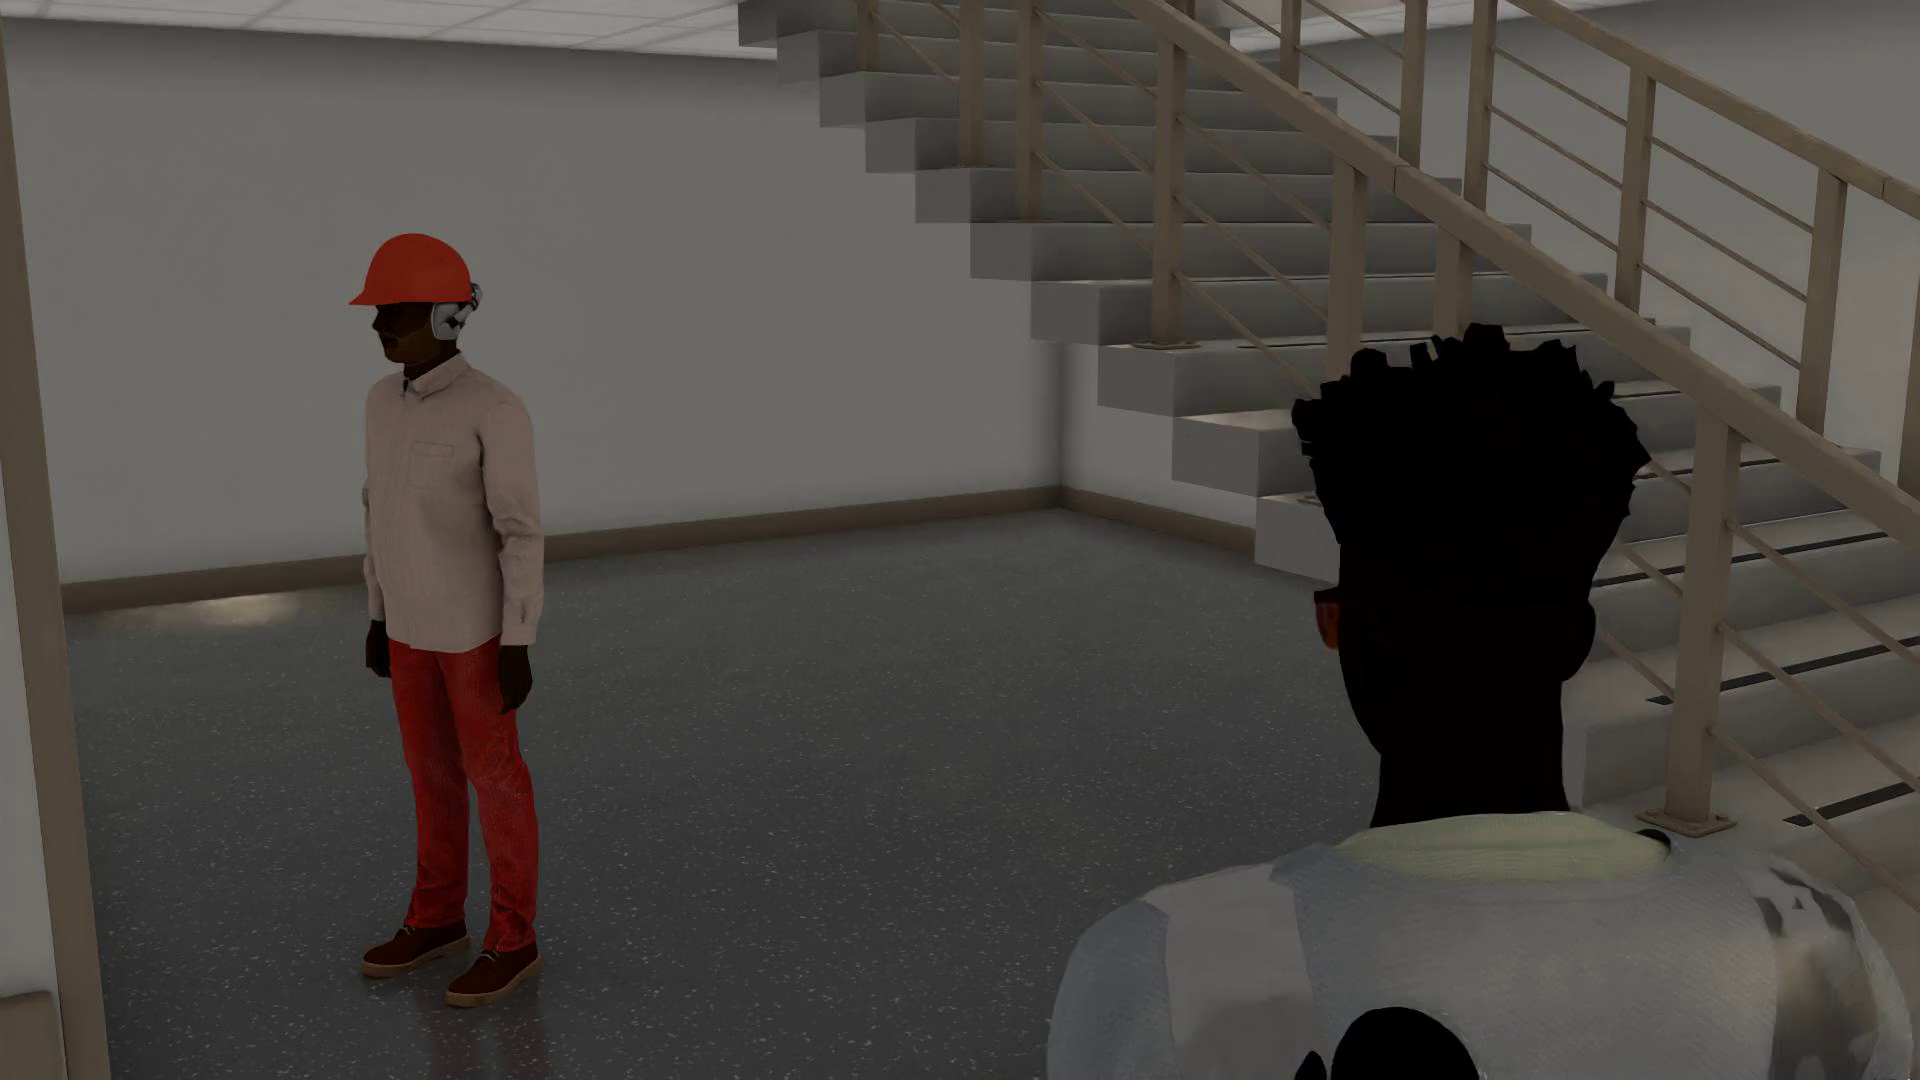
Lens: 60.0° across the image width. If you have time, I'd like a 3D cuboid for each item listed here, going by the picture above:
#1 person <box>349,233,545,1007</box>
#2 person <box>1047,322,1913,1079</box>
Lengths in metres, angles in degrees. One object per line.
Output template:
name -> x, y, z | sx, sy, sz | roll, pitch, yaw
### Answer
person -> -1.342, 0.215, 4.330 | 0.612, 1.996, 0.388 | 8, 13, 35
person -> 0.345, 0.823, 1.254 | 0.608, 1.955, 0.385 | -2, 11, -8
